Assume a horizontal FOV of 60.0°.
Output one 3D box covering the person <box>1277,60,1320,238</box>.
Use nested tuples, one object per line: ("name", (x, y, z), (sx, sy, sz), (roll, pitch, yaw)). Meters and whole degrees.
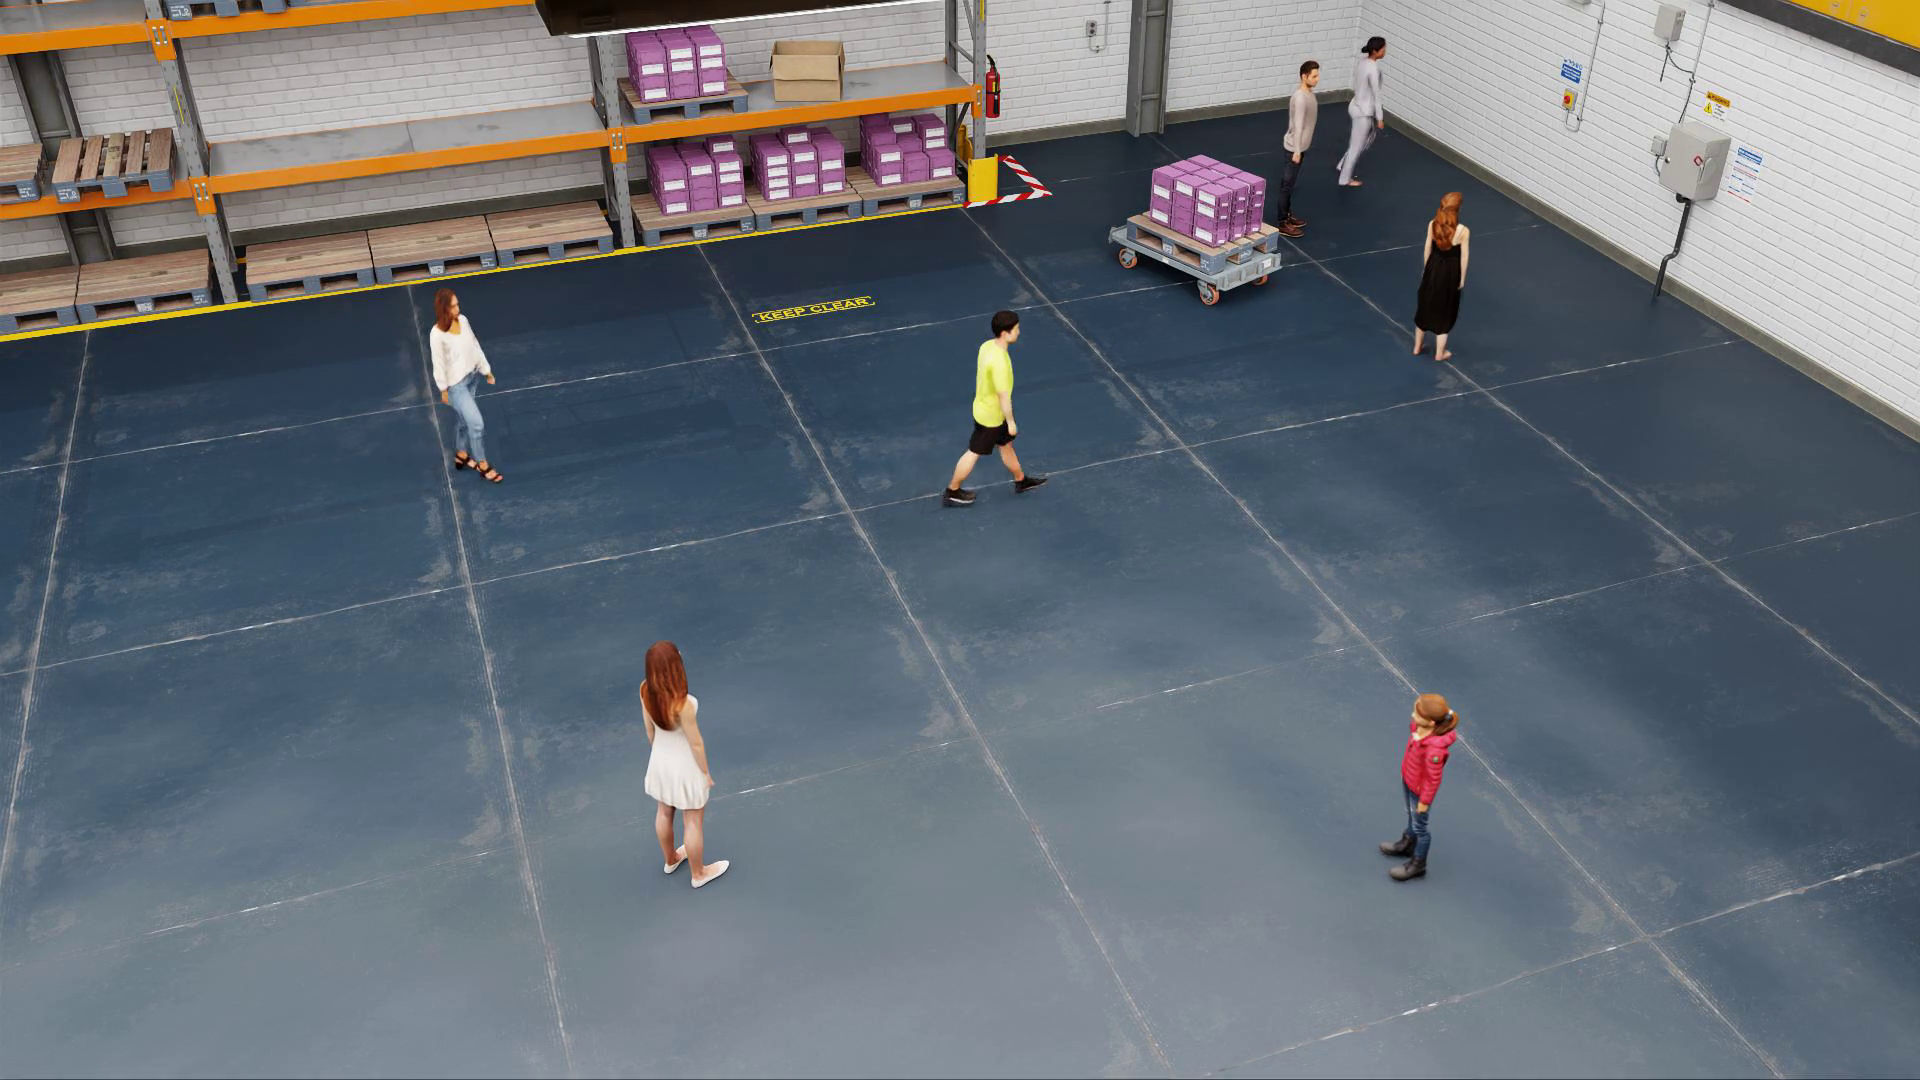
("person", (3.567, -4.175, 17.661), (0.778, 1.862, 0.744), (10, 35, 14))

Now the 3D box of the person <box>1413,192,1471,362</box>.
("person", (4.410, -2.424, 15.240), (0.676, 1.625, 0.722), (21, 39, 29))

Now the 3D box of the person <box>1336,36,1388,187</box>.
("person", (4.460, -4.806, 18.741), (0.729, 1.717, 0.718), (-4, 34, -5))

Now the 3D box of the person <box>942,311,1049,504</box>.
("person", (0.164, -0.997, 13.063), (1.159, 1.658, 0.795), (-4, 34, -6))

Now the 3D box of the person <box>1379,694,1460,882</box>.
("person", (2.702, 1.426, 9.728), (0.564, 1.315, 0.571), (-1, 34, -1))

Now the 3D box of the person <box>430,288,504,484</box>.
("person", (-4.124, -1.281, 13.481), (0.892, 1.669, 0.824), (9, 35, 13))

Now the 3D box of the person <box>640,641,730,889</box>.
("person", (-1.635, 1.286, 9.581), (0.648, 1.712, 0.686), (21, 39, 28))
